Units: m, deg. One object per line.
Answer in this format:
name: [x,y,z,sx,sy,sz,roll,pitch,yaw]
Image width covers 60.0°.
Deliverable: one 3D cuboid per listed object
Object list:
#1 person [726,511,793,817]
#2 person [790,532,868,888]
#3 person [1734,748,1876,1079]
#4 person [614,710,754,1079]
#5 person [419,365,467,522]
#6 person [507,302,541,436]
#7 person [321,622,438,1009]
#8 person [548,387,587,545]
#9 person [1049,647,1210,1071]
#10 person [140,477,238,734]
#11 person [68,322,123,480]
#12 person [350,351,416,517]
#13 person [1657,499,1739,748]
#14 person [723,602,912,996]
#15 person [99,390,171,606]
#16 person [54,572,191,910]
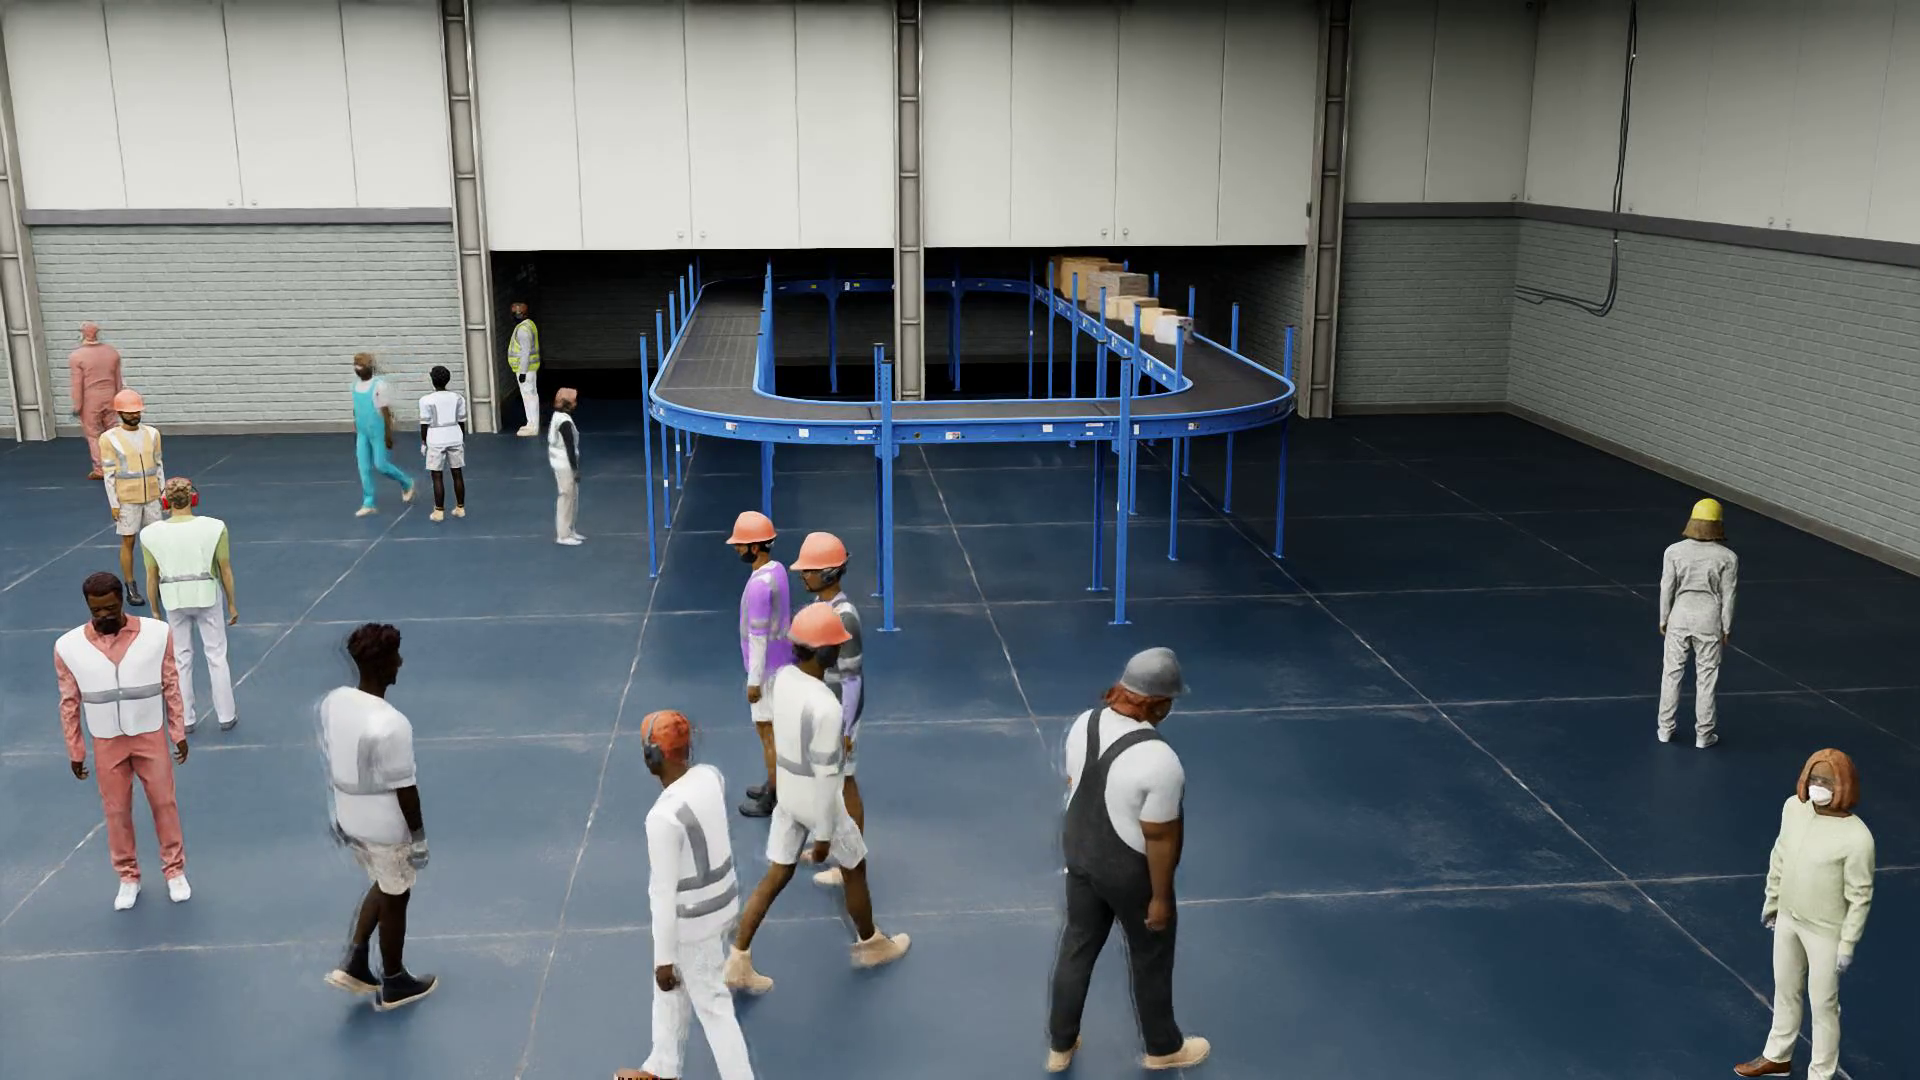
person: [-1.235,0.765,10.332,0.384,1.929,0.538,2,14,6]
person: [-0.739,0.949,9.352,0.391,2.040,0.615,-4,15,-16]
person: [3.704,1.681,7.250,0.273,1.635,0.507,-4,15,-16]
person: [-1.202,1.613,7.096,0.836,1.842,0.652,3,14,13]
person: [-5.598,-1.049,18.069,0.535,1.690,0.320,-13,19,-41]
person: [-6.032,-2.368,23.038,0.428,1.840,0.631,-1,14,-5]
person: [-2.778,1.333,7.997,0.641,1.950,0.419,11,18,39]
person: [-4.015,-0.749,16.993,0.352,1.639,0.543,-5,15,-18]
person: [0.733,1.421,7.468,0.677,2.000,0.700,-11,18,-36]
person: [-5.393,0.472,11.685,0.561,1.836,0.395,-5,15,-18]
person: [-10.474,-1.685,20.169,0.403,1.906,0.651,8,16,28]
person: [-6.442,-1.193,18.375,0.514,1.824,0.700,7,16,26]
person: [5.086,0.570,11.495,0.485,1.736,0.309,9,17,31]
person: [-0.752,1.272,8.184,1.072,2.000,0.611,-11,18,-37]
person: [-7.363,-0.389,14.919,0.360,1.939,0.543,10,17,35]
person: [-4.567,1.082,9.111,0.599,1.906,0.413,-7,16,-25]
